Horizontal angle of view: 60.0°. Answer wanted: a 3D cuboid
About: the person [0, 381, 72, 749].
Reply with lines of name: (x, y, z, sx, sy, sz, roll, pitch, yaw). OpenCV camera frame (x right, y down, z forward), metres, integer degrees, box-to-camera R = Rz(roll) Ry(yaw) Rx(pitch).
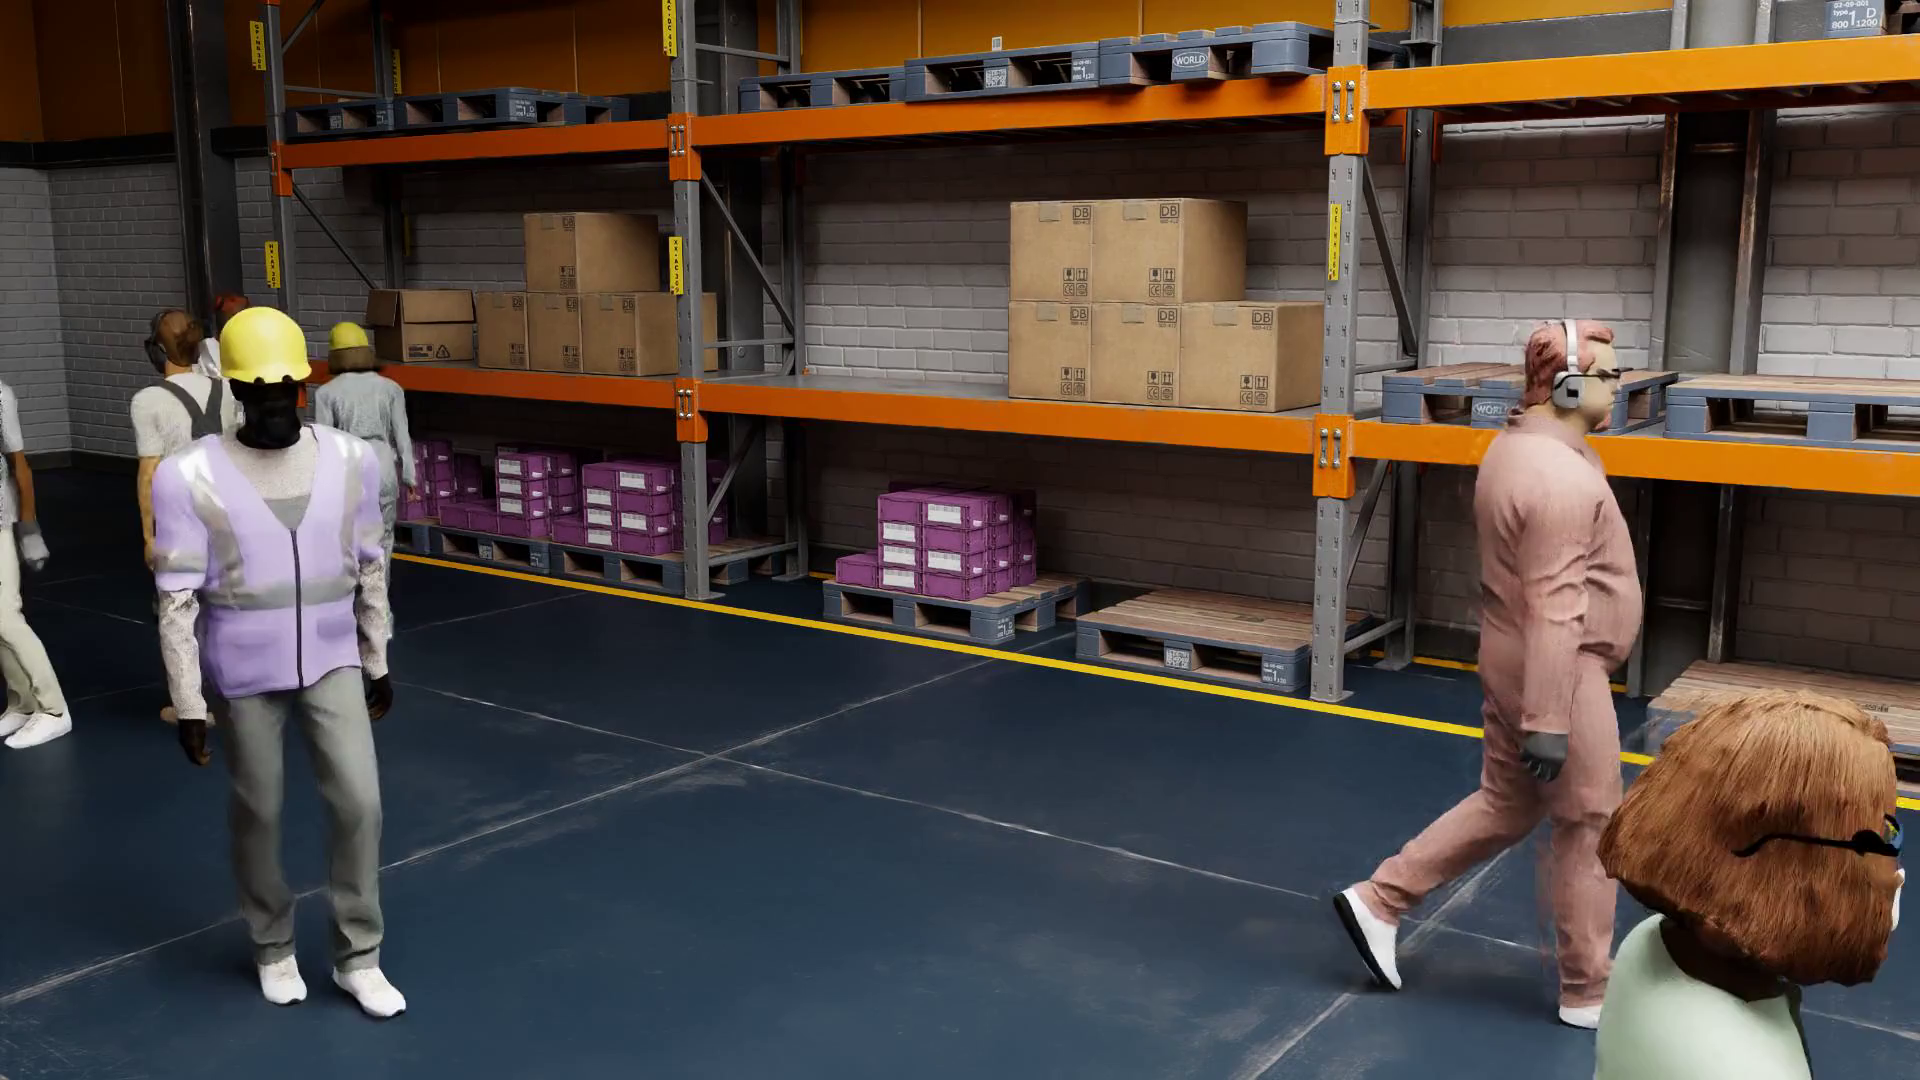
person: (-4.043, -0.045, 6.905, 0.570, 1.847, 0.425, 6, 11, 33)

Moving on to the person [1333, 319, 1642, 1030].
person: (1.466, 0.363, 4.365, 0.822, 1.883, 0.650, 1, 10, 7)

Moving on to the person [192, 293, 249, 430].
person: (-4.665, -0.652, 10.591, 0.996, 1.832, 0.593, 5, 11, 26)

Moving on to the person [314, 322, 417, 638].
person: (-3.281, -0.338, 9.100, 0.503, 1.681, 0.907, -8, 12, -38)

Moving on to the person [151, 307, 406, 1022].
person: (-1.762, 0.348, 4.380, 0.611, 1.897, 0.726, -7, 12, -38)

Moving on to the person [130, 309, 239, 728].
person: (-3.219, -0.056, 7.029, 0.635, 1.830, 0.510, 5, 11, 27)

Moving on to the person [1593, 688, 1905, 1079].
person: (0.749, 0.939, 1.651, 0.361, 1.619, 0.510, 3, 10, 16)
